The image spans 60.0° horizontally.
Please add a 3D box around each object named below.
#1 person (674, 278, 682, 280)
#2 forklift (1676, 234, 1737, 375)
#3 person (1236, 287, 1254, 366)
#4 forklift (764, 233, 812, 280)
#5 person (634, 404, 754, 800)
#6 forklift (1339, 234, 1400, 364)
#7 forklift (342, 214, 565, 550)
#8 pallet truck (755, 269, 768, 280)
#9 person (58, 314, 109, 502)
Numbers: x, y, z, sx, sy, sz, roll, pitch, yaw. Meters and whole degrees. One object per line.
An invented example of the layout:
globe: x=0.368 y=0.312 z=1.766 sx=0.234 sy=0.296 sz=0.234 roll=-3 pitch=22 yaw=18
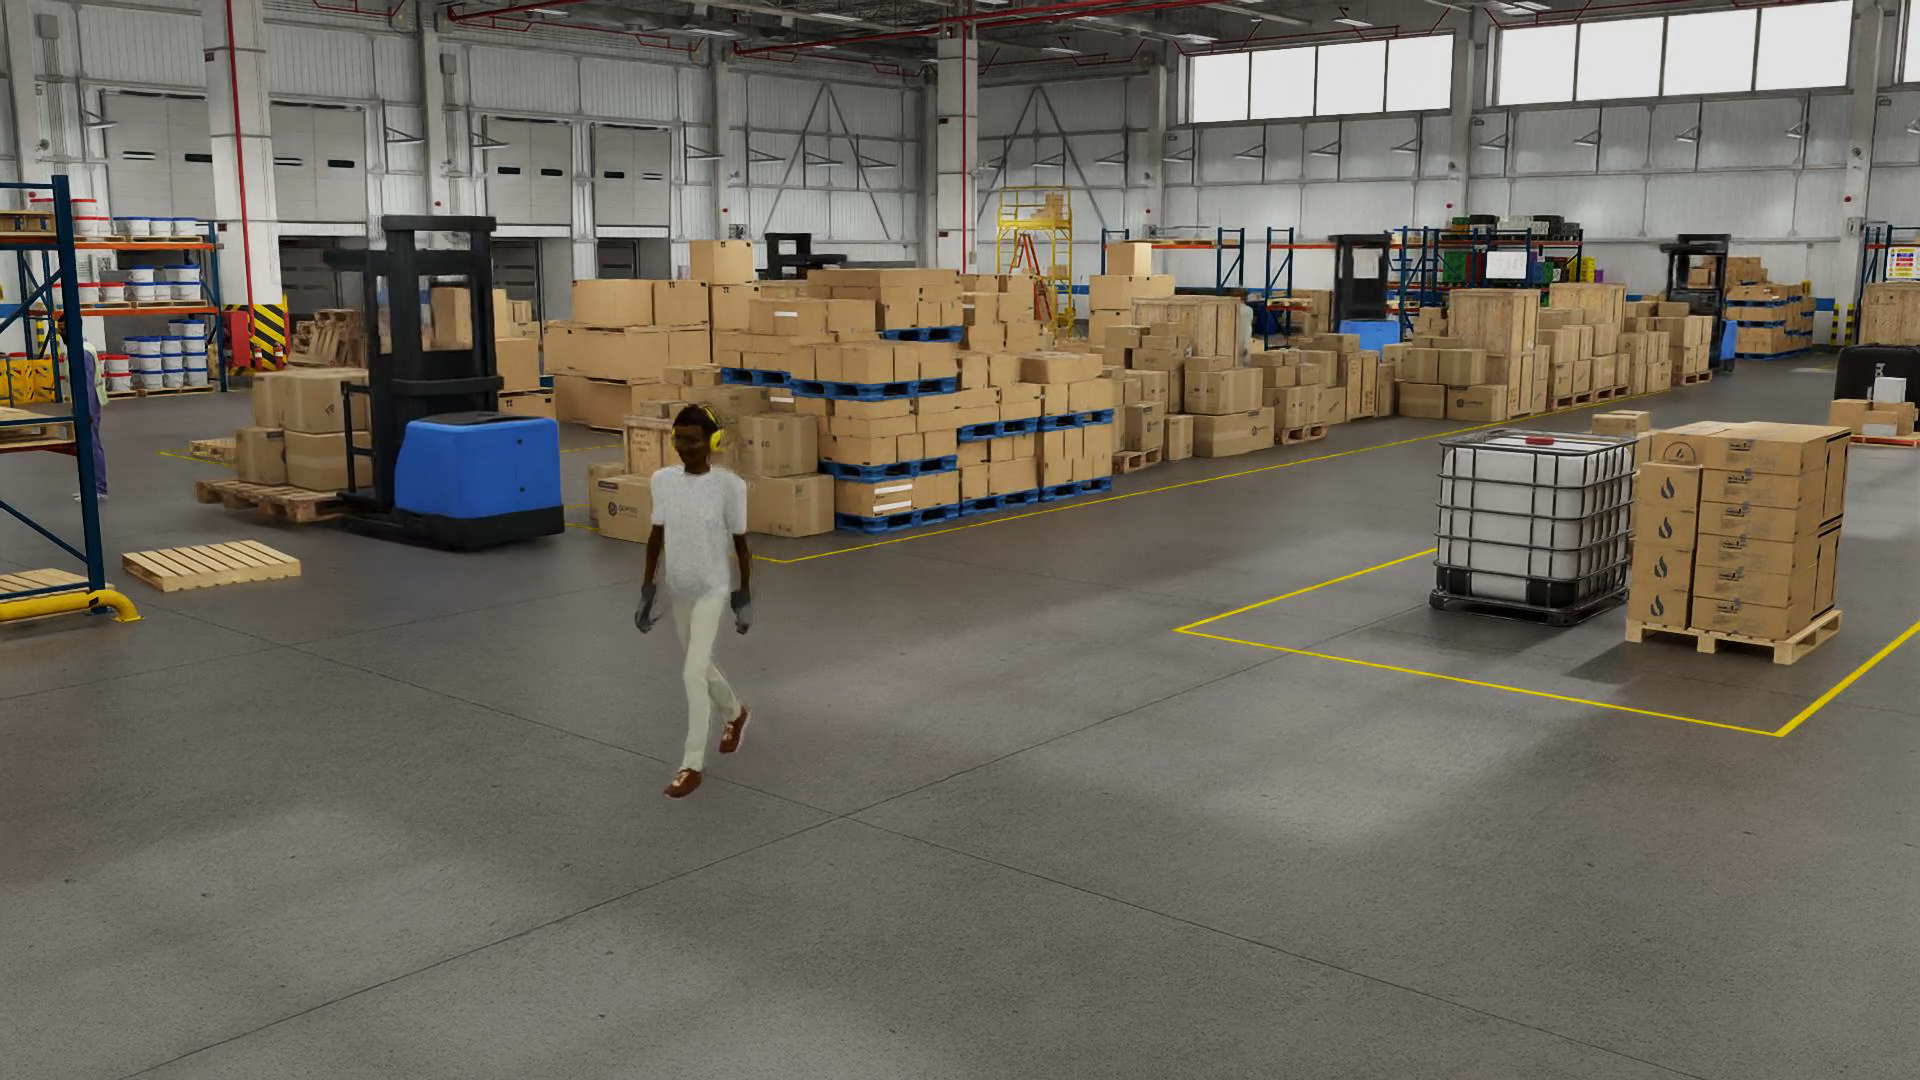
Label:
person: x=-5.835 y=-4.447 z=34.457 sx=0.629 sy=1.918 sz=0.558 roll=-5 pitch=11 yaw=-25
forklift: x=14.932 y=-4.772 z=33.563 sx=1.129 sy=2.768 sz=1.873 roll=8 pitch=13 yaw=40
person: x=4.652 y=-3.203 z=27.400 sx=0.840 sy=1.908 sz=0.638 roll=-9 pitch=13 yaw=-41
forklift: x=-3.210 y=-4.351 z=31.165 sx=1.873 sy=2.768 sz=1.129 roll=8 pitch=13 yaw=40
person: x=-1.236 y=0.241 z=8.025 sx=0.520 sy=1.836 sz=0.907 roll=4 pitch=11 yaw=22
forklift: x=8.239 y=-4.823 z=33.851 sx=1.129 sy=2.768 sz=1.873 roll=0 pitch=10 yaw=-1
forklift: x=-4.464 y=-1.426 z=14.510 sx=1.873 sy=2.768 sz=1.129 roll=8 pitch=13 yaw=40
pallet truck: x=-4.996 y=-6.432 z=45.525 sx=1.885 sy=1.965 sz=0.823 roll=-6 pitch=12 yaw=-32
person: x=-8.871 y=-1.349 z=16.853 sx=0.409 sy=1.909 sz=0.591 roll=-8 pitch=13 yaw=-40
